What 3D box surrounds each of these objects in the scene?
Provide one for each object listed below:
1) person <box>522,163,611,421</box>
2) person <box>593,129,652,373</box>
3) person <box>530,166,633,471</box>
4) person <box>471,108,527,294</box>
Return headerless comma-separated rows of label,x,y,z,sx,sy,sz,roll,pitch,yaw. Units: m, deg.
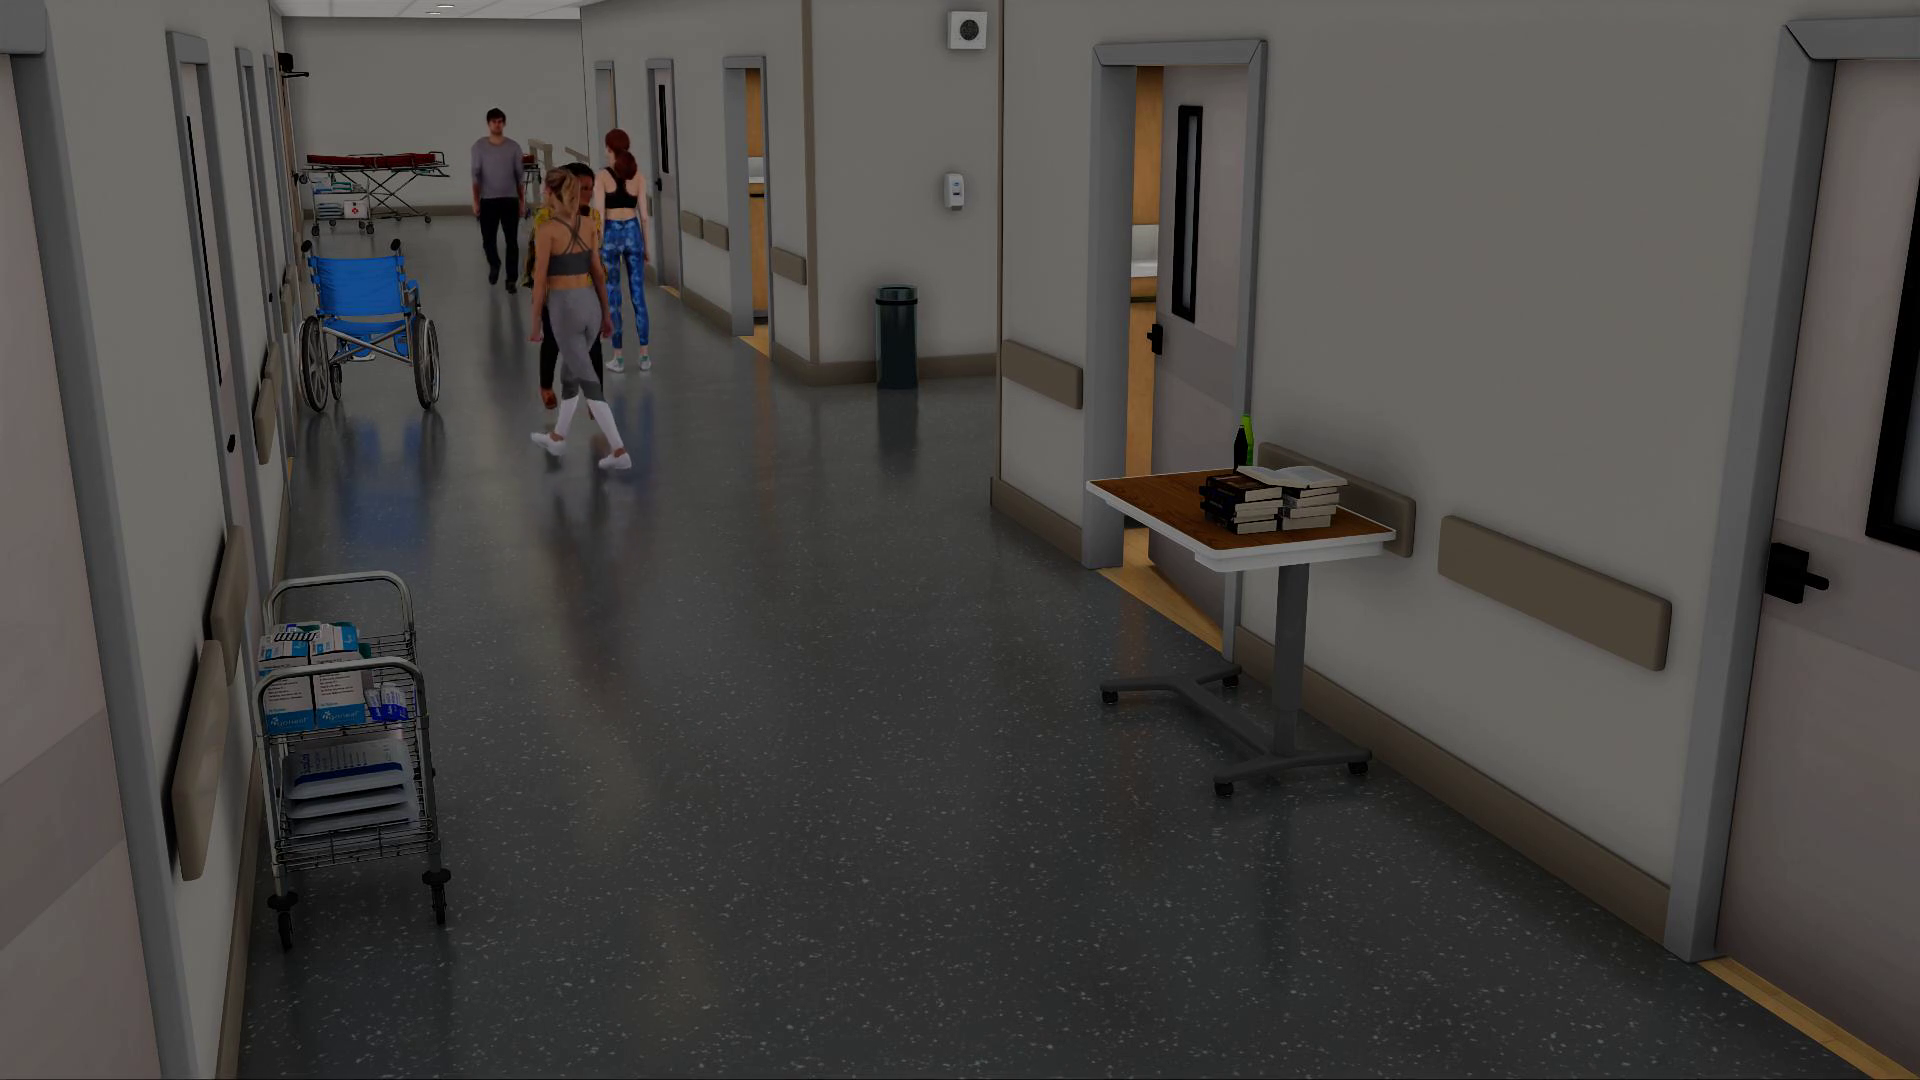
person,-2.551,-1.564,10.688,0.884,1.600,1.155,-11,19,-33
person,-2.538,-2.166,12.485,0.590,1.783,0.599,-8,17,-25
person,-2.080,-1.175,9.199,1.177,1.658,0.988,11,19,35
person,-4.687,-3.442,16.920,0.698,1.833,0.776,-5,16,-16
